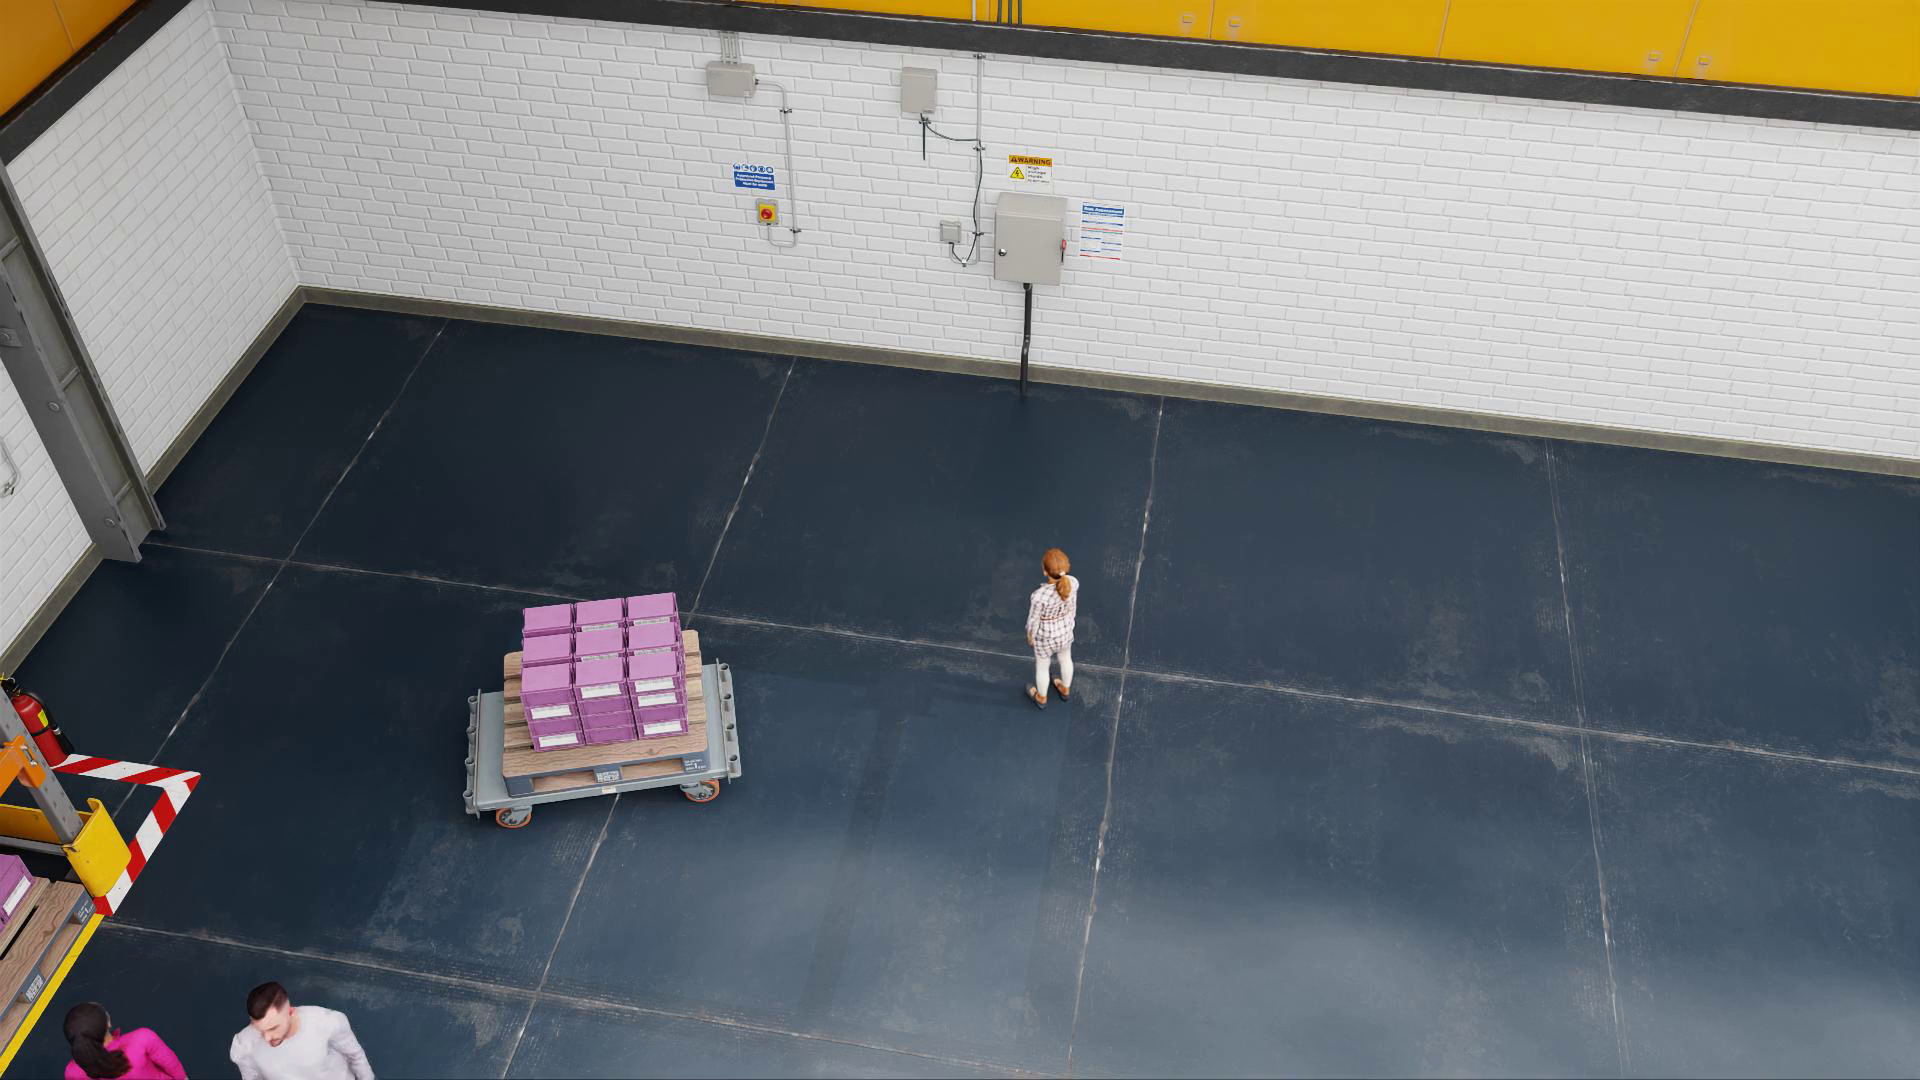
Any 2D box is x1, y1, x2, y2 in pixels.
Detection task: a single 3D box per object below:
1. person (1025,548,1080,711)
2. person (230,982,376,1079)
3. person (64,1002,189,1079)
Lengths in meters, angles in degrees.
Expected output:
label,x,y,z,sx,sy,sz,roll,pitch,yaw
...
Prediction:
label,x,y,z,sx,sy,sz,roll,pitch,yaw
person,0.591,0.562,10.480,0.609,1.310,0.663,-23,48,-22
person,-3.096,2.596,7.968,0.819,1.831,0.824,-15,46,-15
person,-3.886,2.713,7.941,0.682,1.699,0.743,-26,49,-25
